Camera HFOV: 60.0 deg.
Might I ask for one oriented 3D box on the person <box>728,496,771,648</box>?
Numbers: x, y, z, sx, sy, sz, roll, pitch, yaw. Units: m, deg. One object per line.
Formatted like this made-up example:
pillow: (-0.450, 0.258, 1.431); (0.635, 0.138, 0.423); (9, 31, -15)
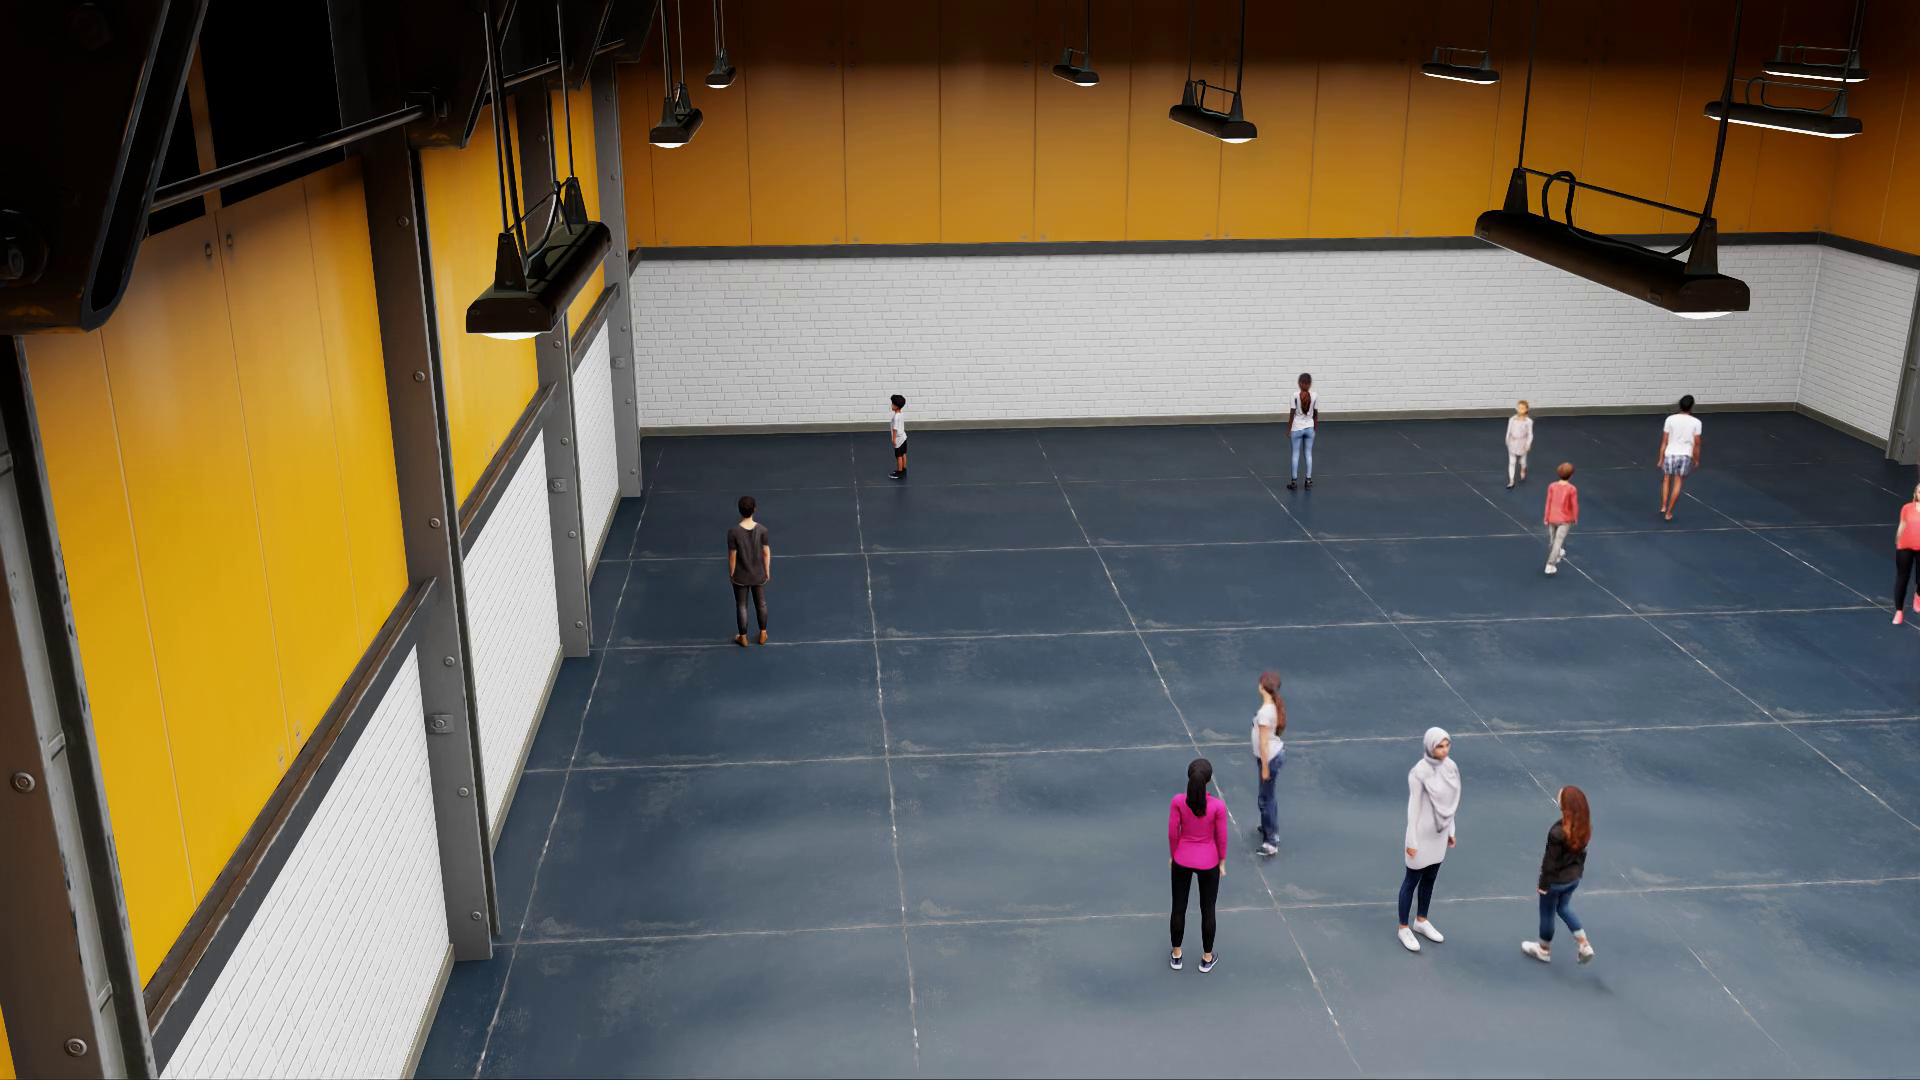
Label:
person: (-2.332, 0.340, 18.410); (0.662, 1.717, 0.620); (-5, 19, -16)

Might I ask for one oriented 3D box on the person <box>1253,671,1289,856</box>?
person: (2.646, 1.882, 14.100); (0.859, 1.545, 0.695); (4, 19, 13)

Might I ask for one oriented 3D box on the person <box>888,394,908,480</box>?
person: (-0.901, -1.548, 24.740); (0.604, 1.256, 0.506); (6, 19, 16)

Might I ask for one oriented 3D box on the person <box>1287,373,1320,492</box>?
person: (4.964, -1.577, 24.097); (0.582, 1.720, 0.511); (-2, 19, -6)

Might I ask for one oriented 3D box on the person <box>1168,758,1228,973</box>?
person: (1.747, 2.397, 12.331); (0.661, 1.699, 0.669); (5, 19, 13)

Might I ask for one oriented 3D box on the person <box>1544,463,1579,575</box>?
person: (7.430, -0.241, 20.660); (0.925, 1.381, 0.970); (16, 24, 39)

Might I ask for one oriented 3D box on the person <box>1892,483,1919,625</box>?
person: (10.976, 0.138, 19.069); (0.875, 1.680, 0.950); (13, 23, 35)

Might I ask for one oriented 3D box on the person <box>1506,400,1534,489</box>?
person: (8.177, -1.418, 24.283); (0.785, 1.301, 0.885); (11, 22, 31)

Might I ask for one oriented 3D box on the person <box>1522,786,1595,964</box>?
person: (4.507, 2.519, 12.323); (0.767, 1.472, 0.885); (-12, 22, -32)

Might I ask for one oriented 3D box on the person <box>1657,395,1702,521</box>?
person: (9.782, -1.099, 22.694); (0.846, 1.709, 0.912); (11, 22, 30)

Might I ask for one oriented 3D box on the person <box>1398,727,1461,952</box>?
person: (3.555, 2.247, 12.656); (0.681, 1.775, 0.661); (-10, 21, -26)
